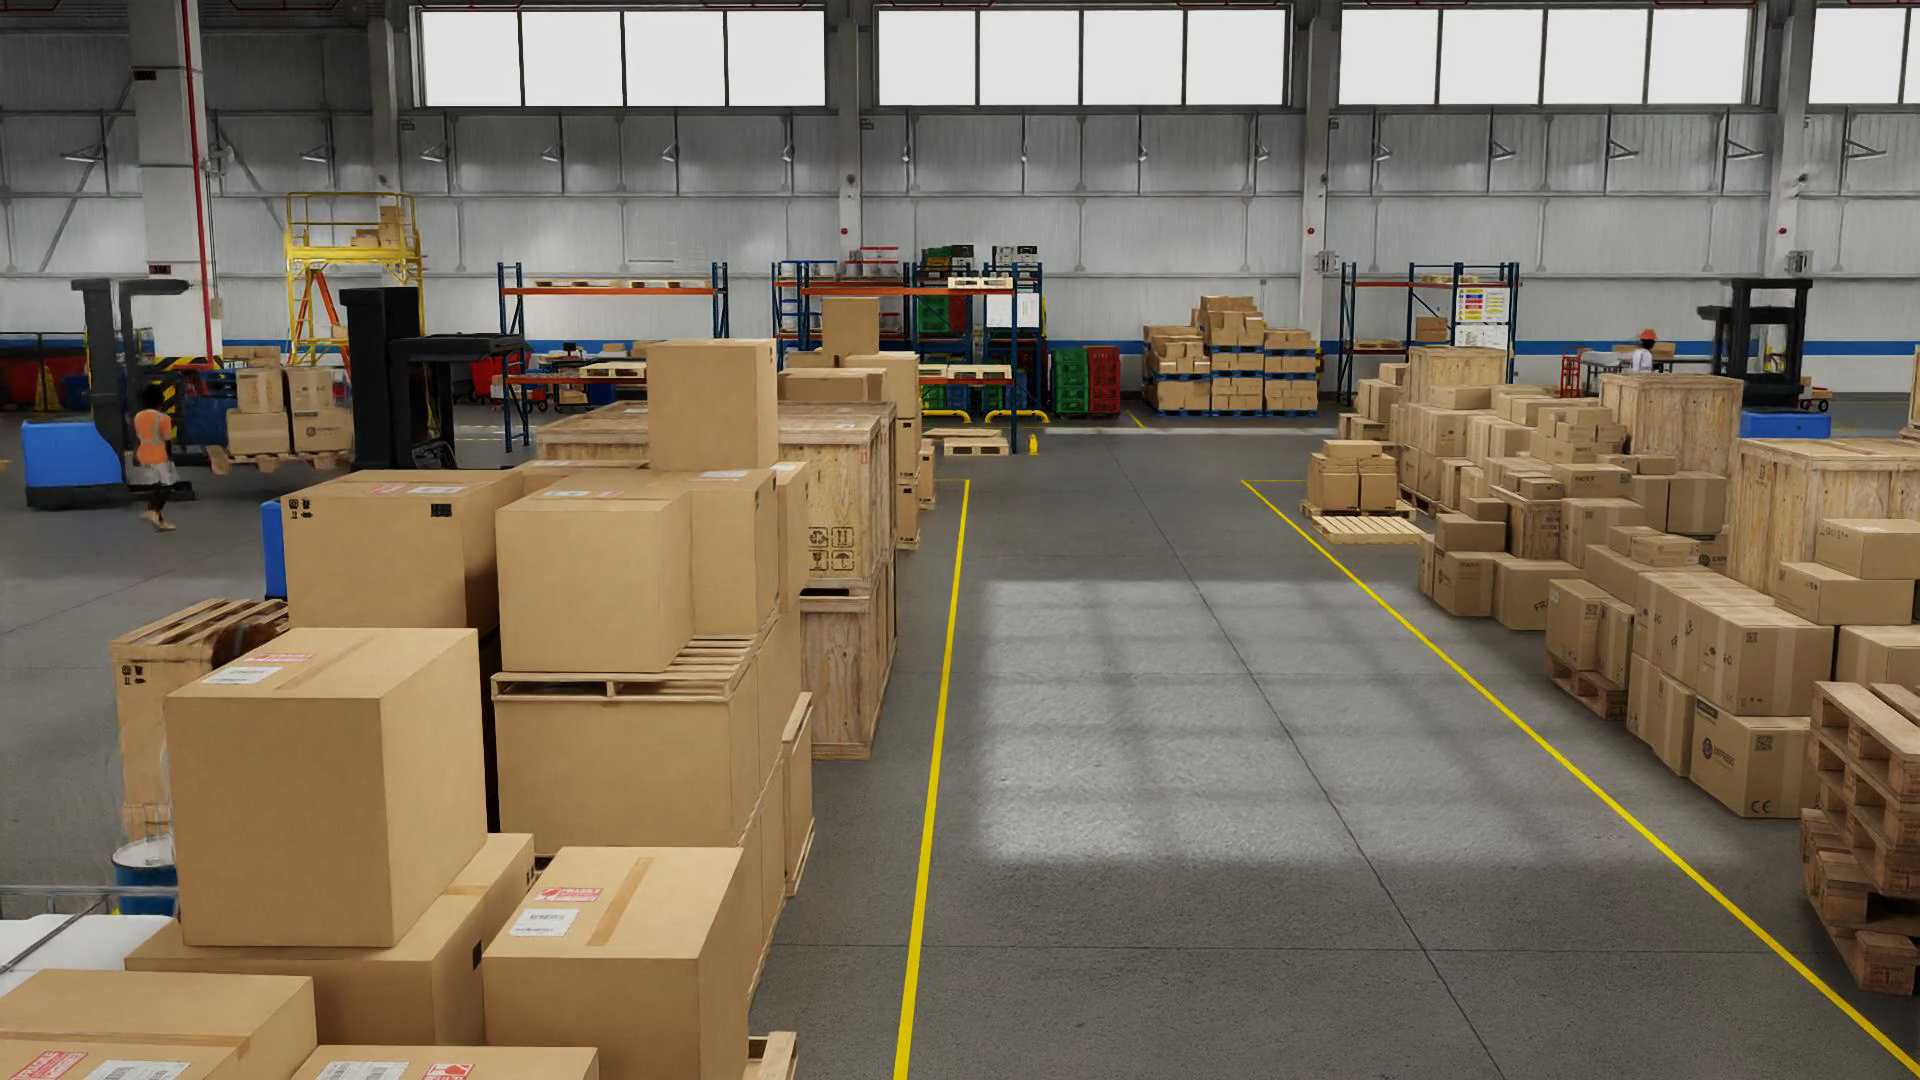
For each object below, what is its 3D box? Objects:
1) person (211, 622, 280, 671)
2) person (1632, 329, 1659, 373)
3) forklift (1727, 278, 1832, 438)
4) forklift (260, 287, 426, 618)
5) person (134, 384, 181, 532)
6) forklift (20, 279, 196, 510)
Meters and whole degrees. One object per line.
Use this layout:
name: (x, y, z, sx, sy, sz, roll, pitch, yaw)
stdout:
person: (-2.531, 1.176, 5.790, 0.851, 1.817, 0.619, 1, 10, 5)
person: (11.504, -2.576, 27.914, 0.641, 1.916, 0.546, -1, 9, -3)
forklift: (10.744, -2.099, 22.206, 1.129, 2.768, 1.873, 0, 9, 1)
forklift: (-4.771, -0.711, 13.897, 1.873, 2.768, 1.129, 0, 9, 1)
person: (-9.000, -0.898, 18.598, 0.535, 1.684, 0.403, 4, 10, 24)
forklift: (-10.712, -1.863, 20.794, 1.873, 2.768, 1.129, -5, 11, -27)
